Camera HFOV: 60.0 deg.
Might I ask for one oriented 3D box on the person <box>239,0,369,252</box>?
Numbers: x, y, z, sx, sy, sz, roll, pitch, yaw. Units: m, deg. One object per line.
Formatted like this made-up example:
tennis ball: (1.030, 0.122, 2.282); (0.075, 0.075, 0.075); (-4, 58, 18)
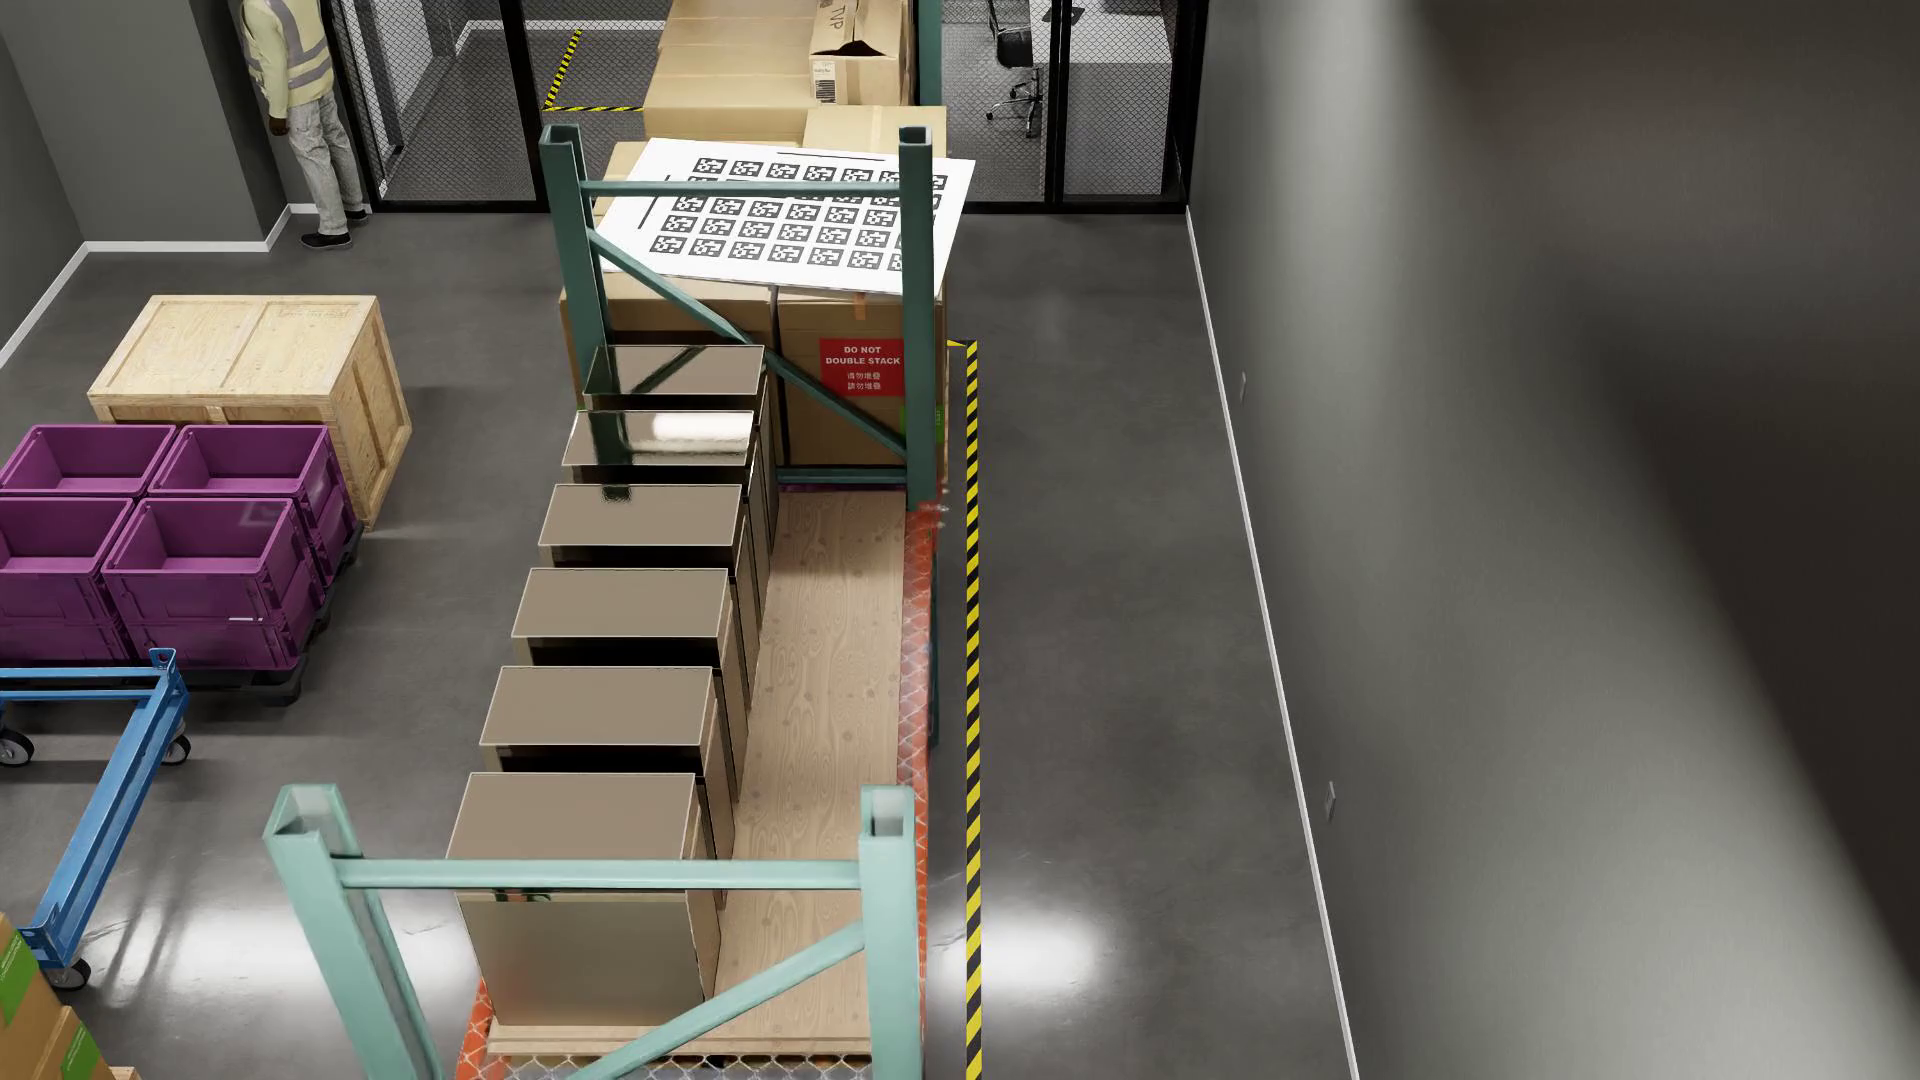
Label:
person: (-3.478, -2.388, 8.693); (0.403, 1.835, 0.588); (5, 41, 6)
